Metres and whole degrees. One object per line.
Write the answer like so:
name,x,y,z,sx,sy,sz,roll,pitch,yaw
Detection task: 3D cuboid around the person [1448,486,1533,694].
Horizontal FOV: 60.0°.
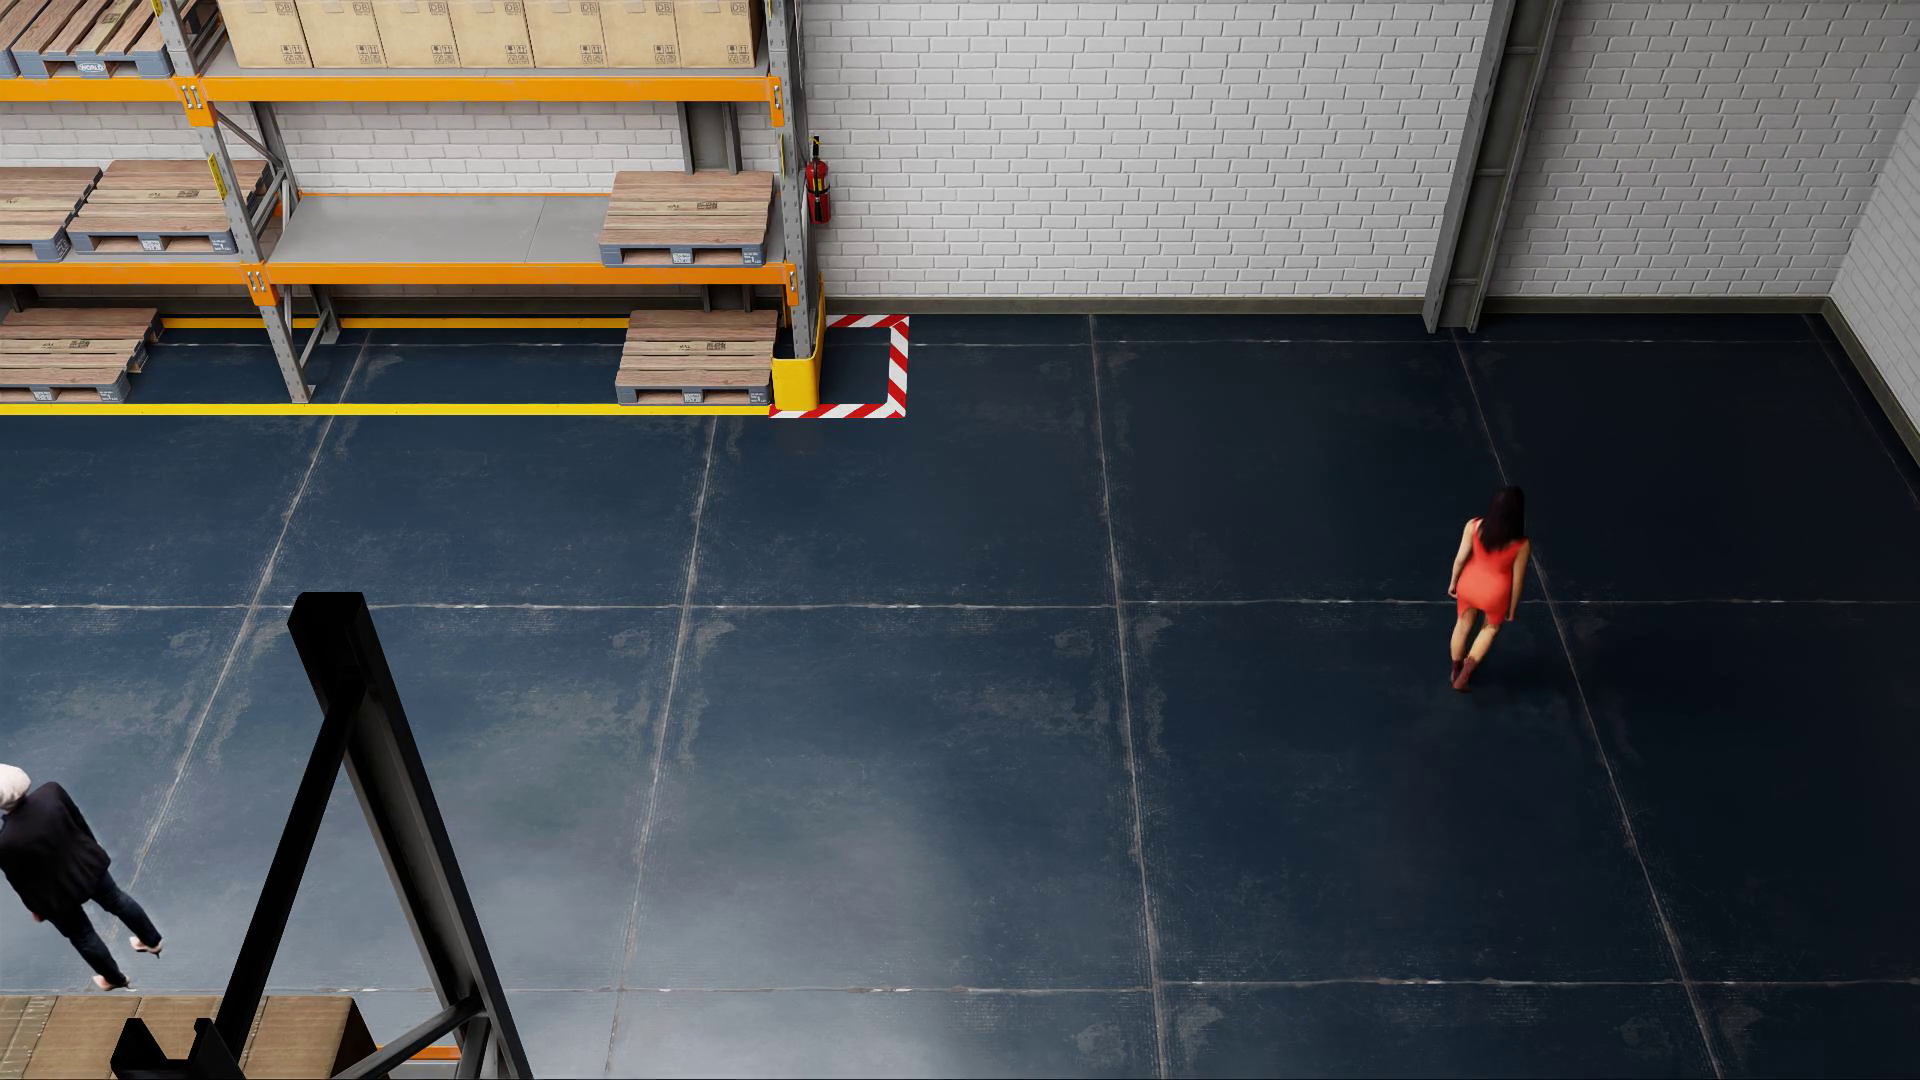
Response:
person,3.243,0.374,10.364,0.772,1.713,0.827,23,48,22

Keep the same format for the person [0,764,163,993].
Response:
person,-4.429,1.650,8.289,0.706,1.781,0.795,14,45,14
